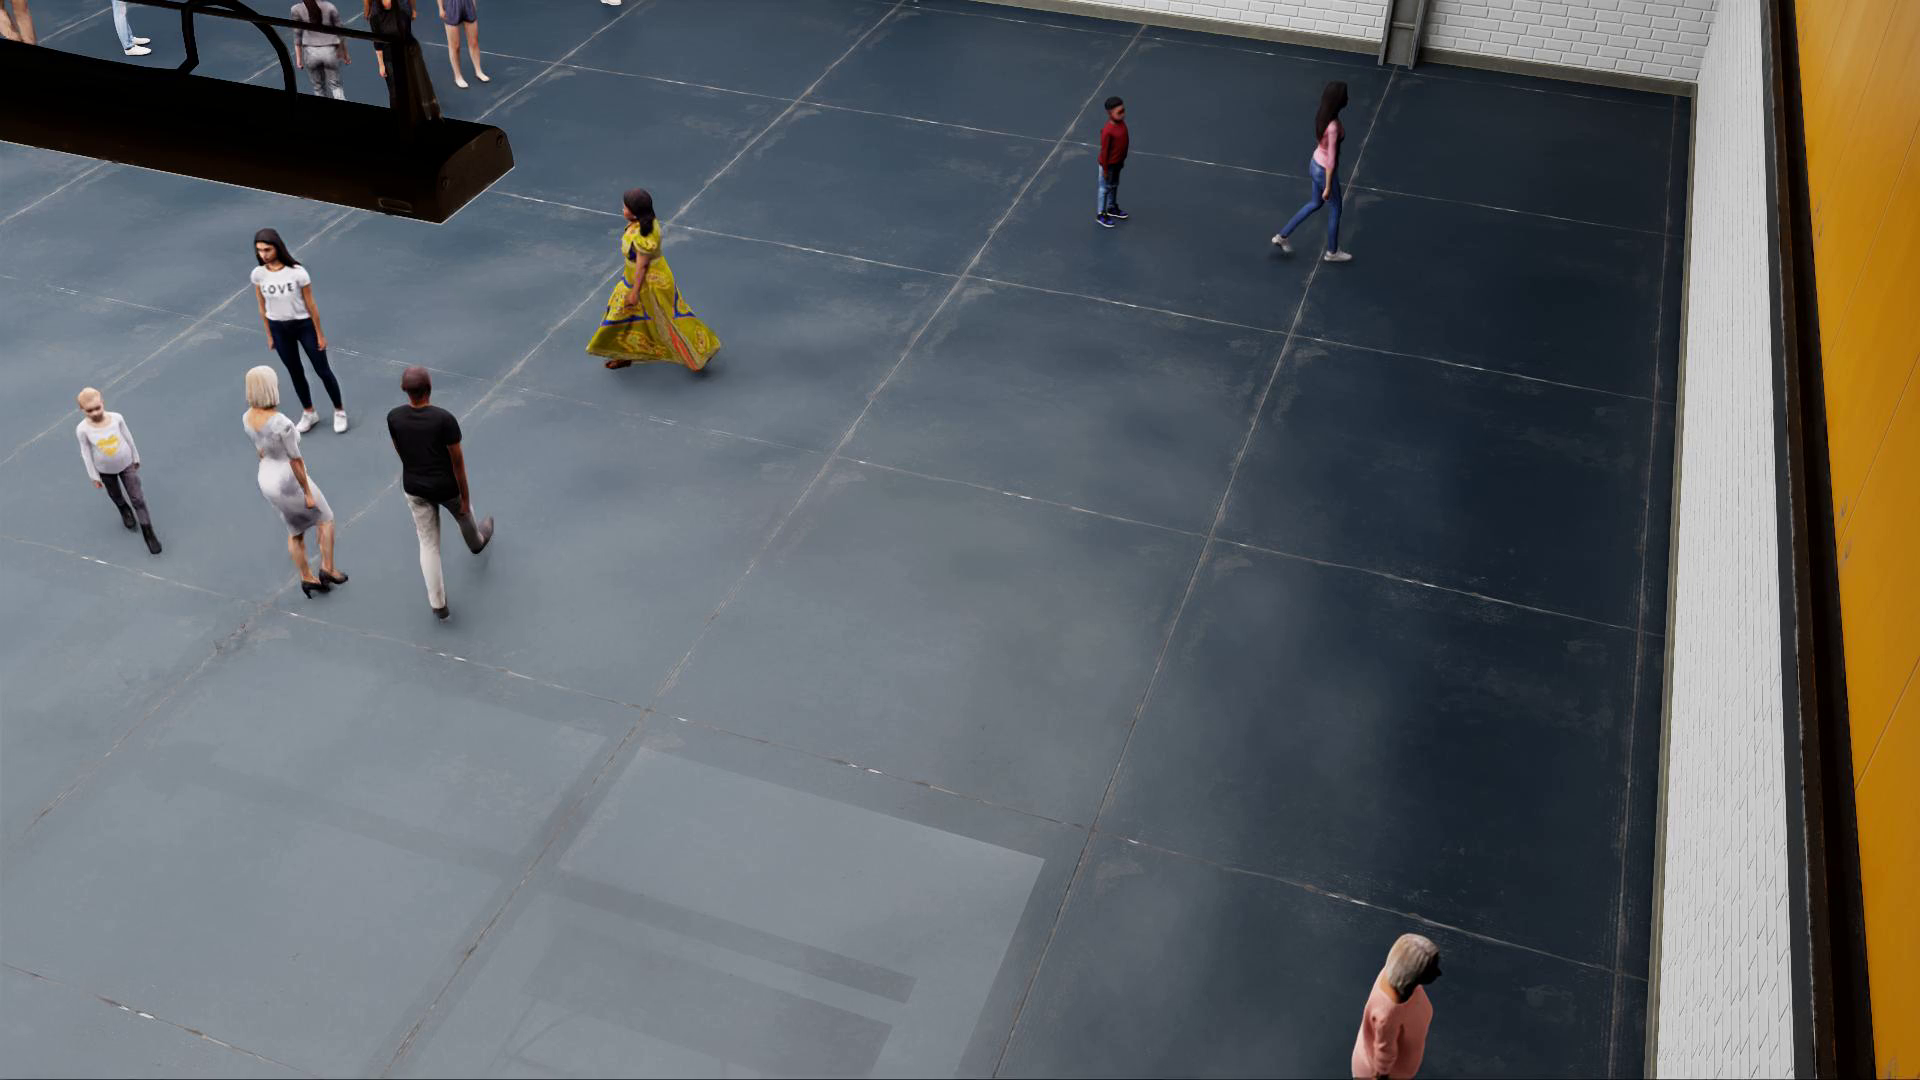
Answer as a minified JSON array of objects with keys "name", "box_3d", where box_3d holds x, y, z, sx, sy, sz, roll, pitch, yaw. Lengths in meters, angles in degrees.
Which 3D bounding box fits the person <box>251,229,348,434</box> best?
[{"name":"person","box_3d":[-5.068,-1.591,12.709,0.607,1.769,0.729,-1,39,-1]}]

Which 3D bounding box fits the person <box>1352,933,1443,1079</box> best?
[{"name":"person","box_3d":[1.967,2.403,7.743,0.518,1.725,0.600,15,41,18]}]

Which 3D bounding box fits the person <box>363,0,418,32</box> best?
[{"name":"person","box_3d":[-6.006,-5.603,17.715,0.811,1.792,0.880,-31,48,-33]}]

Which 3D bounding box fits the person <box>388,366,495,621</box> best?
[{"name":"person","box_3d":[-3.508,-0.260,11.066,1.257,1.739,1.026,-1,39,-1]}]

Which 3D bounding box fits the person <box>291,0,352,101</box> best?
[{"name":"person","box_3d":[-6.458,-4.868,16.906,0.959,1.653,0.999,-14,41,-17]}]

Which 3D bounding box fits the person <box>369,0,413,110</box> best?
[{"name":"person","box_3d":[-5.736,-4.891,16.945,0.655,1.640,0.672,-25,45,-28]}]

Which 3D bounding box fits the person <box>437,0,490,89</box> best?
[{"name":"person","box_3d":[-5.449,-5.750,18.014,0.670,1.647,0.676,-28,46,-30]}]

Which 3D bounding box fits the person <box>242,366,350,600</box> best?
[{"name":"person","box_3d":[-4.552,-0.311,11.144,0.533,1.722,0.663,17,42,20]}]

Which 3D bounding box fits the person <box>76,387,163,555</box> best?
[{"name":"person","box_3d":[-6.026,-0.551,11.822,0.834,1.250,0.956,-22,44,-25]}]

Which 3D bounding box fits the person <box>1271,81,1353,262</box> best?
[{"name":"person","box_3d":[3.201,-3.293,14.878,1.060,1.722,0.848,-3,39,-3]}]

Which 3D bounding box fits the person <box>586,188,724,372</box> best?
[{"name":"person","box_3d":[-2.412,-2.055,13.414,1.439,1.614,1.271,-10,40,-12]}]

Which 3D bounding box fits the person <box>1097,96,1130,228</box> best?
[{"name":"person","box_3d":[1.412,-3.572,15.603,0.539,1.253,0.540,22,44,26]}]
